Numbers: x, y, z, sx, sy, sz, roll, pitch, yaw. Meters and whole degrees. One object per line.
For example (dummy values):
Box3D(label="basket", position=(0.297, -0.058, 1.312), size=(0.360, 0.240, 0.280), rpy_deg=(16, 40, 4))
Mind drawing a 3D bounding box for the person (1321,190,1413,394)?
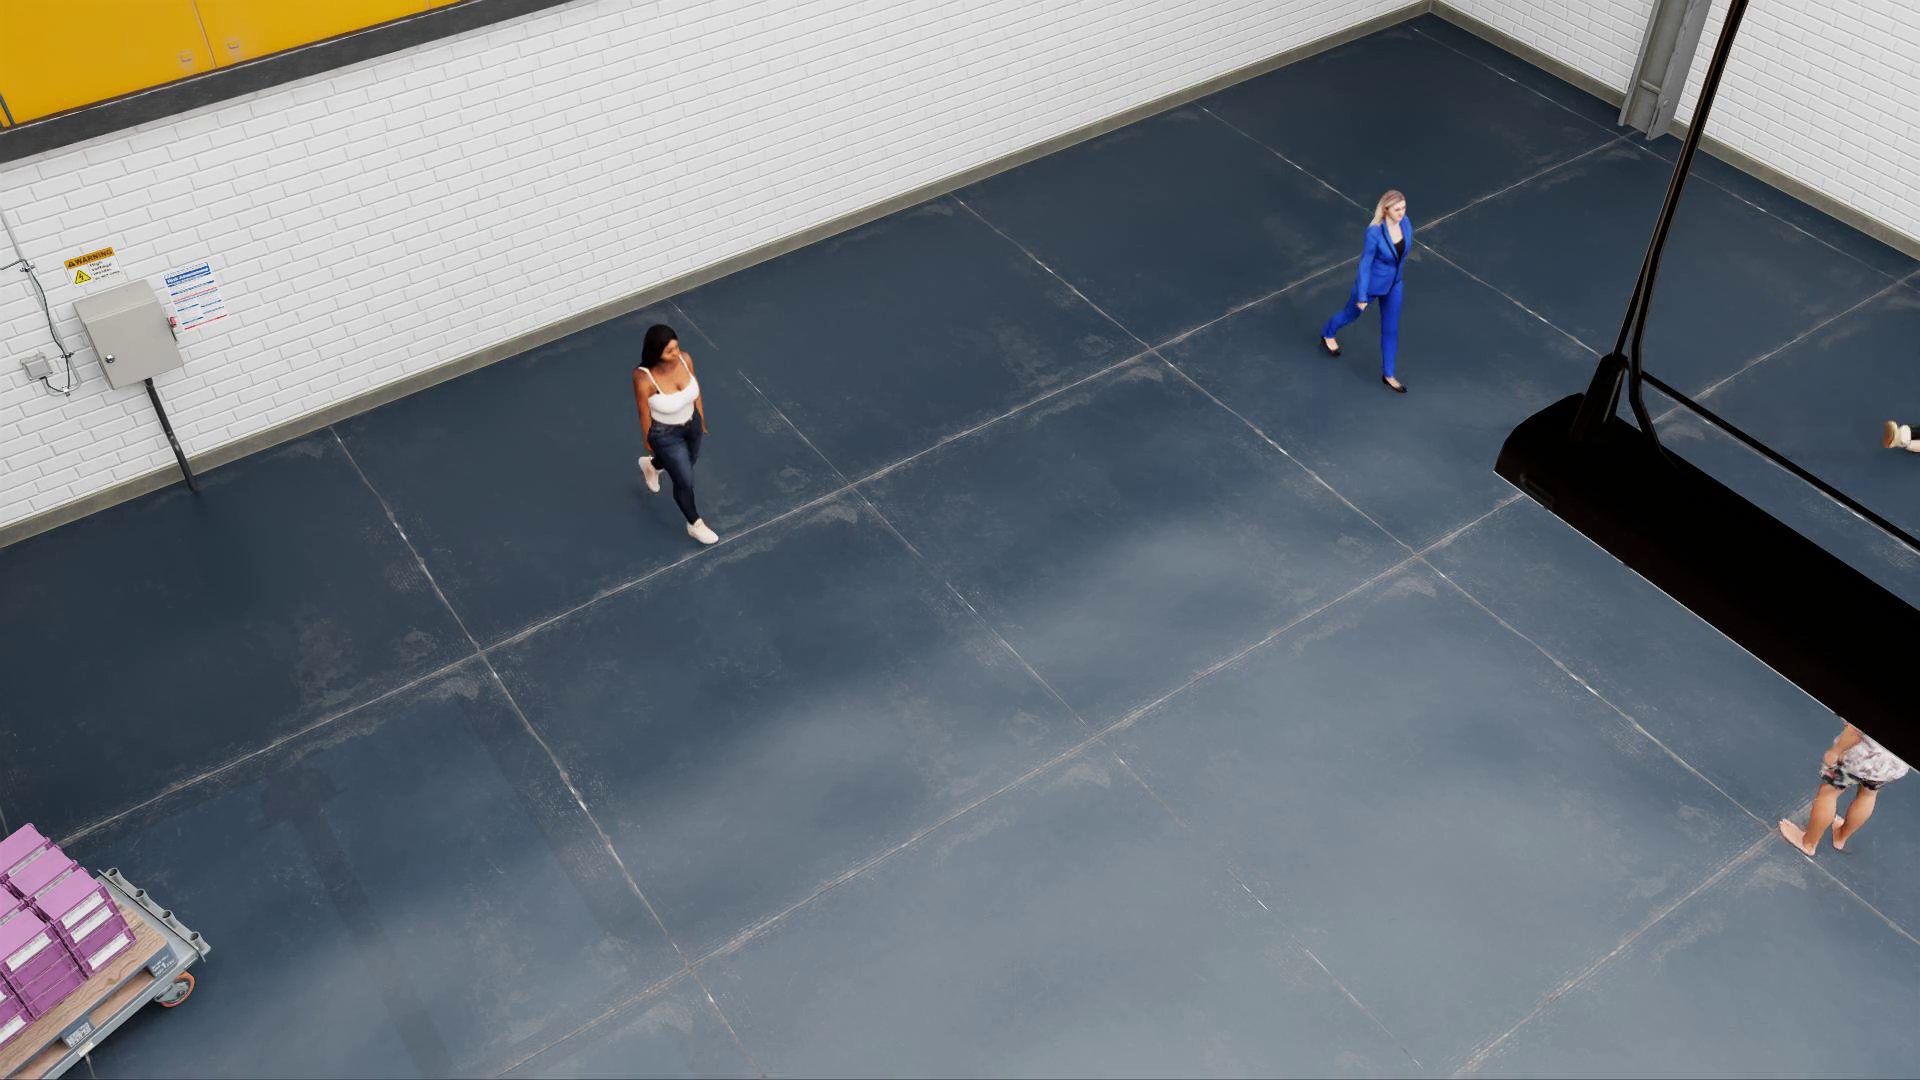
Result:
Box3D(label="person", position=(3.205, -2.032, 13.110), size=(0.672, 1.656, 1.136), rpy_deg=(-23, 48, -23))

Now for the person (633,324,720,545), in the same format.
Box3D(label="person", position=(-2.087, -0.802, 11.728), size=(1.172, 1.781, 0.796), rpy_deg=(32, 52, 29))
